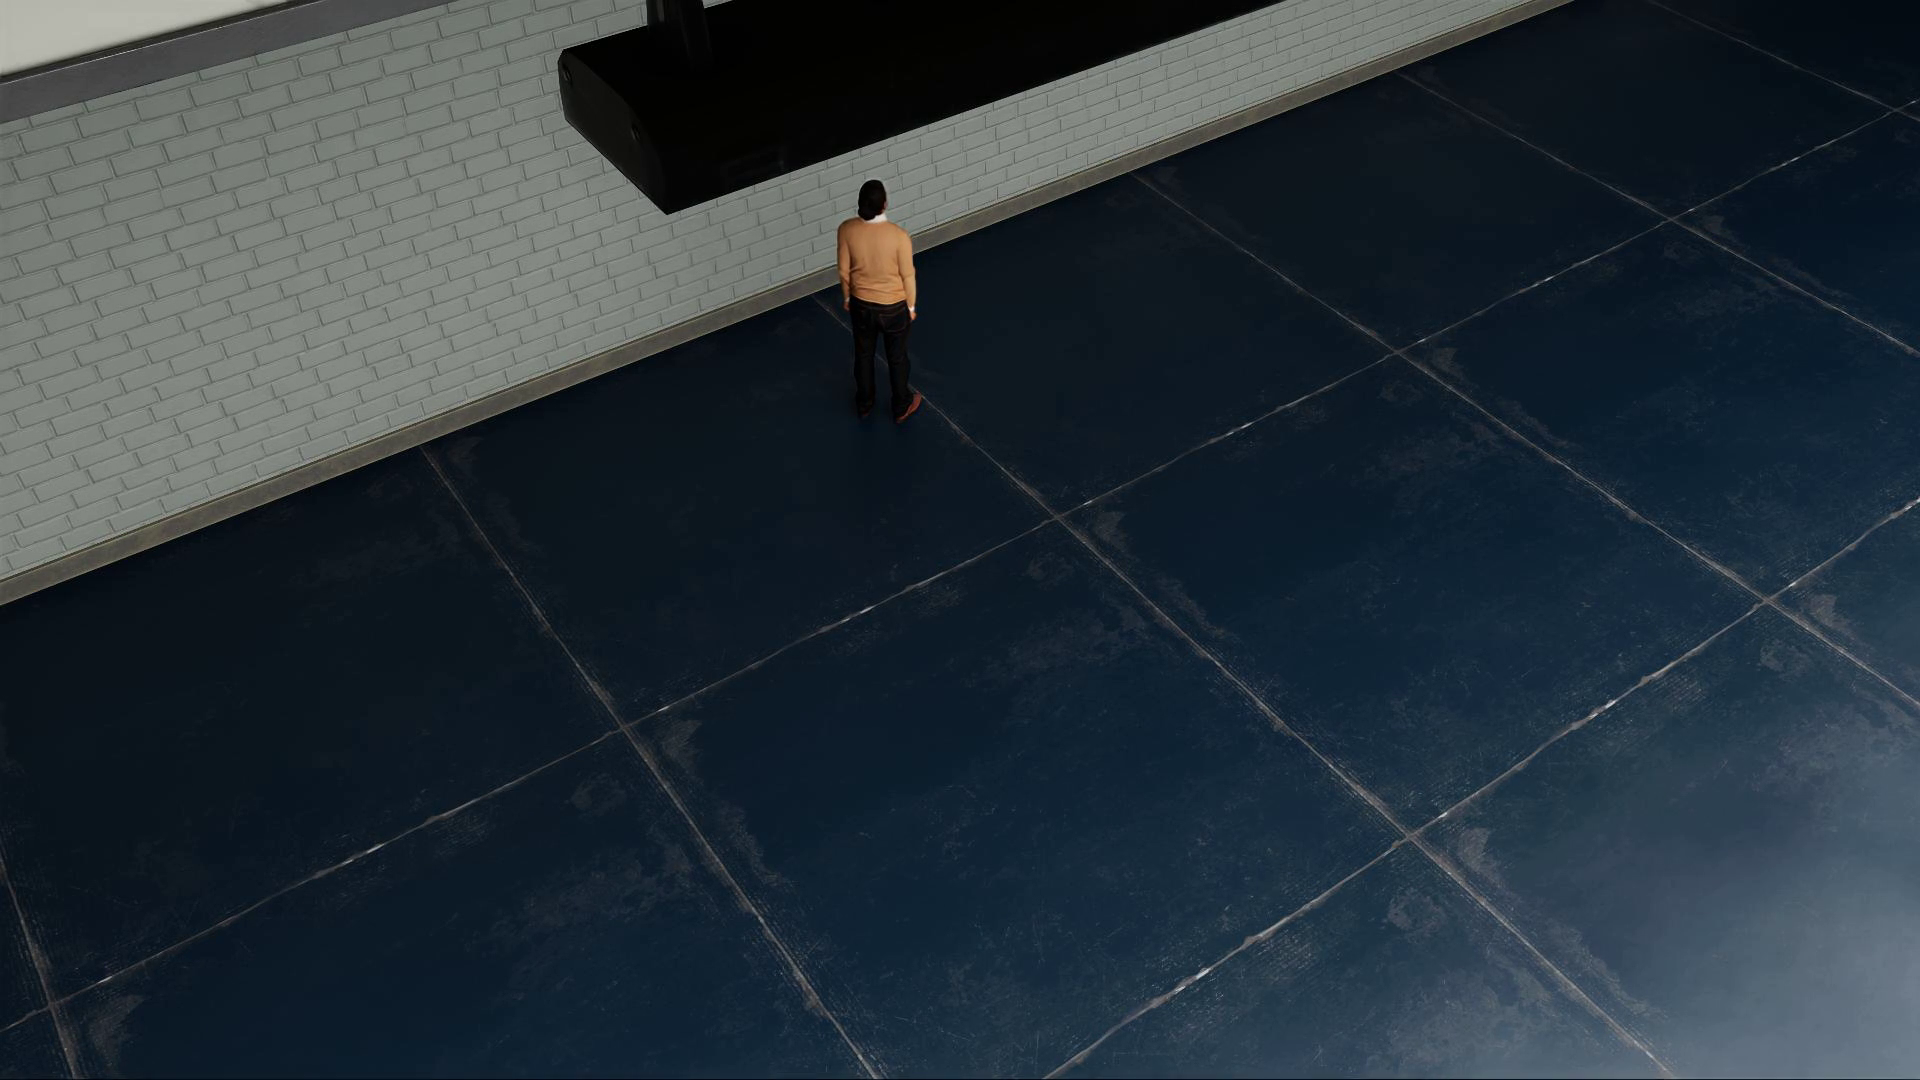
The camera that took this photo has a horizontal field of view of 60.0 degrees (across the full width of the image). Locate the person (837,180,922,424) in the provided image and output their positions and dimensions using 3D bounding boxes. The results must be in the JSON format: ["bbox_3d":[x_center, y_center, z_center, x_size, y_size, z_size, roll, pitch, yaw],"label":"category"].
[{"bbox_3d":[-0.514,-1.505,10.567,0.739,1.754,0.815,10,44,11],"label":"person"}]
